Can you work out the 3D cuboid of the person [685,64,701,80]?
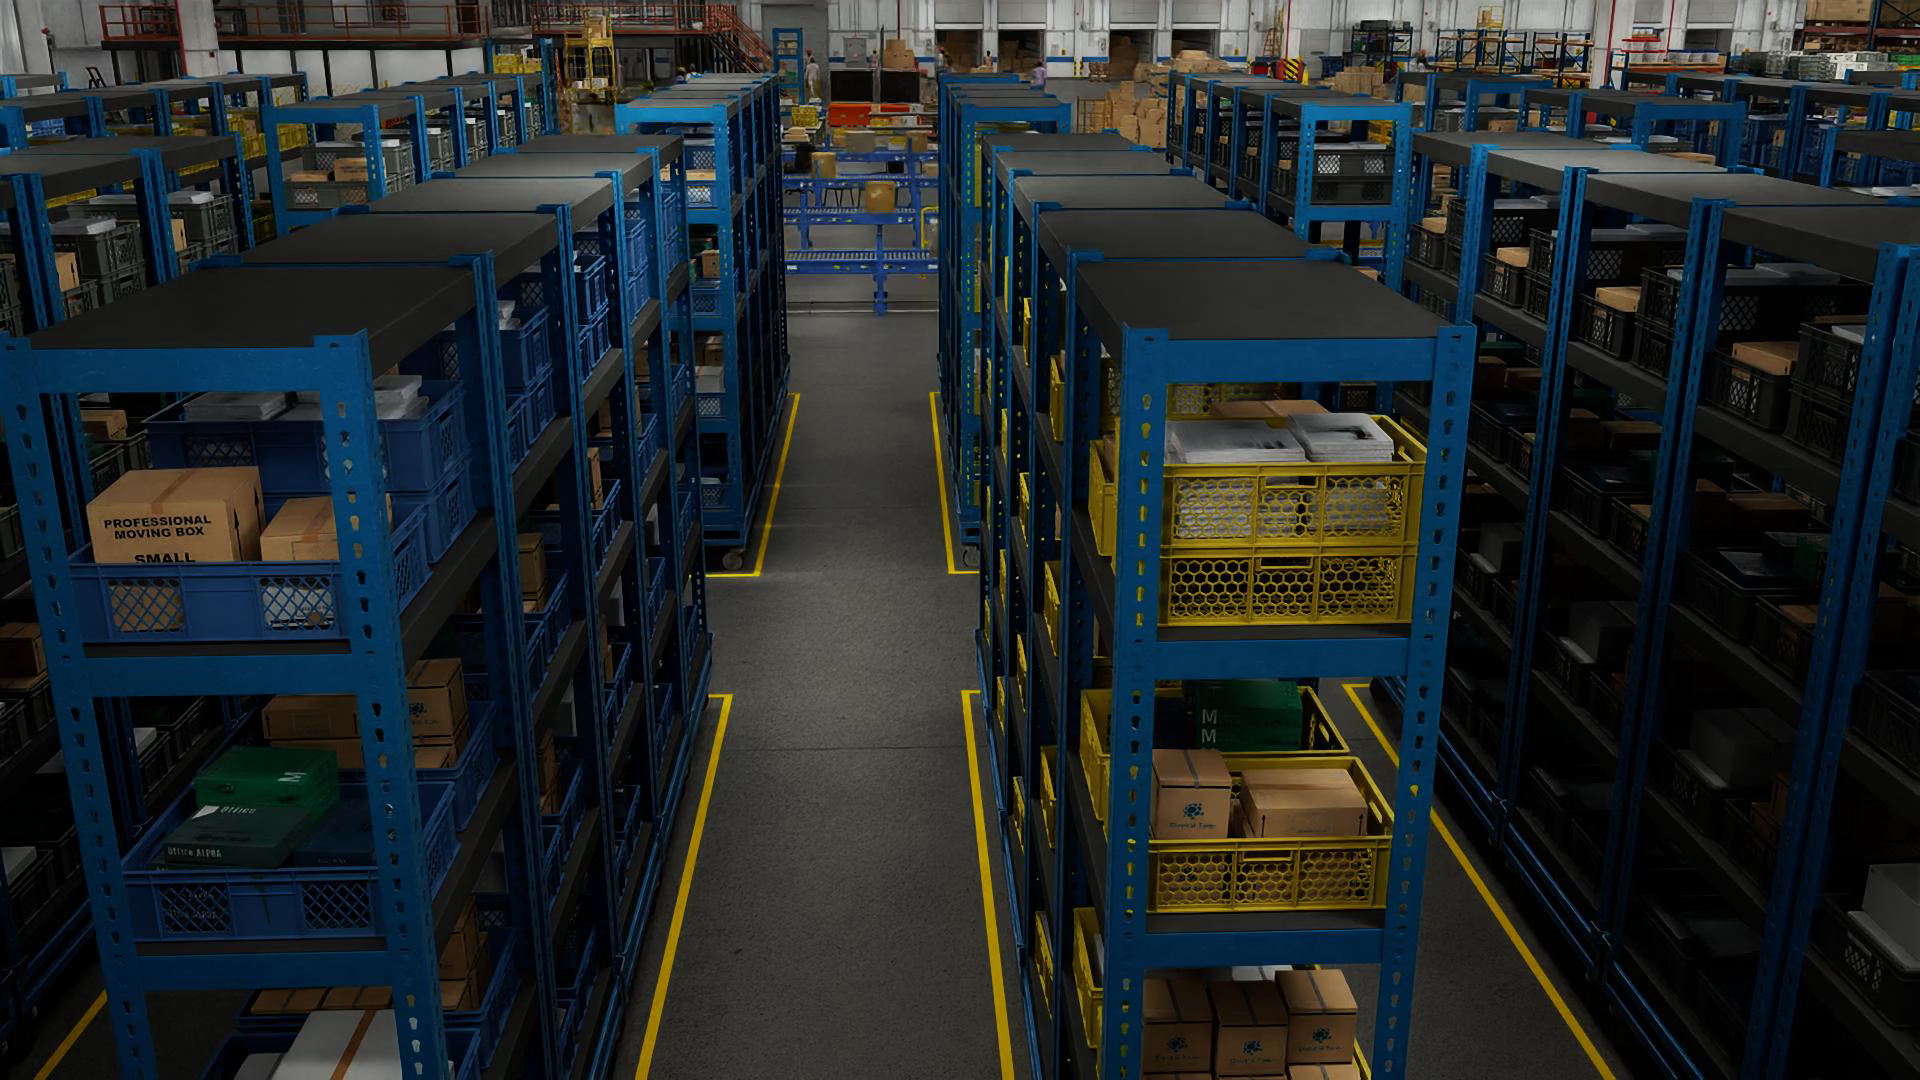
[{"bbox_3d":[-10.420,-17.547,64.907,0.683,2.000,0.538,-11,21,-32],"label":"person"}]

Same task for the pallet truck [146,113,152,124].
[{"bbox_3d":[-18.087,-8.309,36.390,1.885,1.965,0.823,-1,18,-4],"label":"pallet truck"}]

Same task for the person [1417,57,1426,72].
[{"bbox_3d":[21.790,-21.865,78.589,0.430,1.845,0.620,2,18,6],"label":"person"}]

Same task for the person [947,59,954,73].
[{"bbox_3d":[-0.383,-20.923,75.659,0.662,1.851,0.536,-4,18,-11],"label":"person"}]

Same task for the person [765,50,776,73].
[{"bbox_3d":[-10.194,-25.388,89.367,0.602,1.924,0.852,-12,21,-32],"label":"person"}]

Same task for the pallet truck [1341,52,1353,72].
[{"bbox_3d":[18.794,-23.123,82.231,0.823,1.965,1.885,-13,22,-35],"label":"pallet truck"}]

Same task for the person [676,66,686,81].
[{"bbox_3d":[-11.014,-17.645,65.430,0.557,1.902,0.593,-12,22,-34],"label":"person"}]

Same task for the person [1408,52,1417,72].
[{"bbox_3d":[23.567,-24.409,86.466,0.631,1.841,0.597,-15,23,-38],"label":"person"}]

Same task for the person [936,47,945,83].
[{"bbox_3d":[-0.933,-26.557,93.020,0.886,1.901,0.571,3,18,11],"label":"person"}]

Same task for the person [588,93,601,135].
[{"bbox_3d":[-10.578,-11.912,47.803,0.876,1.842,0.528,4,18,13],"label":"person"}]

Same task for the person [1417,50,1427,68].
[{"bbox_3d":[23.756,-24.197,85.554,0.618,1.997,0.373,-9,20,-25],"label":"person"}]

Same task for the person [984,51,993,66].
[{"bbox_3d":[1.603,-26.919,94.466,0.532,1.692,0.320,1,18,4],"label":"person"}]

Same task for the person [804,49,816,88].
[{"bbox_3d":[-7.857,-24.611,86.860,0.622,1.980,0.407,4,18,13],"label":"person"}]

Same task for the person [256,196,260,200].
[{"bbox_3d":[-8.738,-3.374,21.121,0.617,1.993,0.396,9,20,25],"label":"person"}]

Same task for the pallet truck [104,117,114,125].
[{"bbox_3d":[-18.367,-7.885,35.078,1.885,1.965,0.823,1,18,2],"label":"pallet truck"}]

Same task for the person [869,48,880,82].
[{"bbox_3d":[-4.723,-26.340,92.335,0.575,1.901,0.476,3,18,8],"label":"person"}]

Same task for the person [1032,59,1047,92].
[{"bbox_3d":[3.372,-19.352,70.525,0.623,2.016,0.543,4,18,13],"label":"person"}]

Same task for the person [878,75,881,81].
[{"bbox_3d":[-4.310,-26.696,93.604,0.791,1.802,0.688,4,18,11],"label":"person"}]

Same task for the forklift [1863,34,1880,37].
[{"bbox_3d":[44.123,-23.231,81.154,1.129,2.768,1.873,-1,18,-2],"label":"forklift"}]

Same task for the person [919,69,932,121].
[{"bbox_3d":[-1.290,-16.834,62.888,0.649,1.914,0.582,11,21,32],"label":"person"}]

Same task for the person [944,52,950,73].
[{"bbox_3d":[-0.667,-25.647,90.446,0.534,1.751,0.532,17,24,42],"label":"person"}]

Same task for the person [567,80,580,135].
[{"bbox_3d":[-12.731,-14.242,54.949,0.453,1.869,0.612,0,18,1],"label":"person"}]

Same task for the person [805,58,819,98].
[{"bbox_3d":[-6.739,-21.089,76.093,0.631,1.911,0.947,-6,19,-18],"label":"person"}]

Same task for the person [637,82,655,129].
[{"bbox_3d":[-10.620,-14.718,56.643,0.795,1.737,0.523,-5,18,-14],"label":"person"}]
